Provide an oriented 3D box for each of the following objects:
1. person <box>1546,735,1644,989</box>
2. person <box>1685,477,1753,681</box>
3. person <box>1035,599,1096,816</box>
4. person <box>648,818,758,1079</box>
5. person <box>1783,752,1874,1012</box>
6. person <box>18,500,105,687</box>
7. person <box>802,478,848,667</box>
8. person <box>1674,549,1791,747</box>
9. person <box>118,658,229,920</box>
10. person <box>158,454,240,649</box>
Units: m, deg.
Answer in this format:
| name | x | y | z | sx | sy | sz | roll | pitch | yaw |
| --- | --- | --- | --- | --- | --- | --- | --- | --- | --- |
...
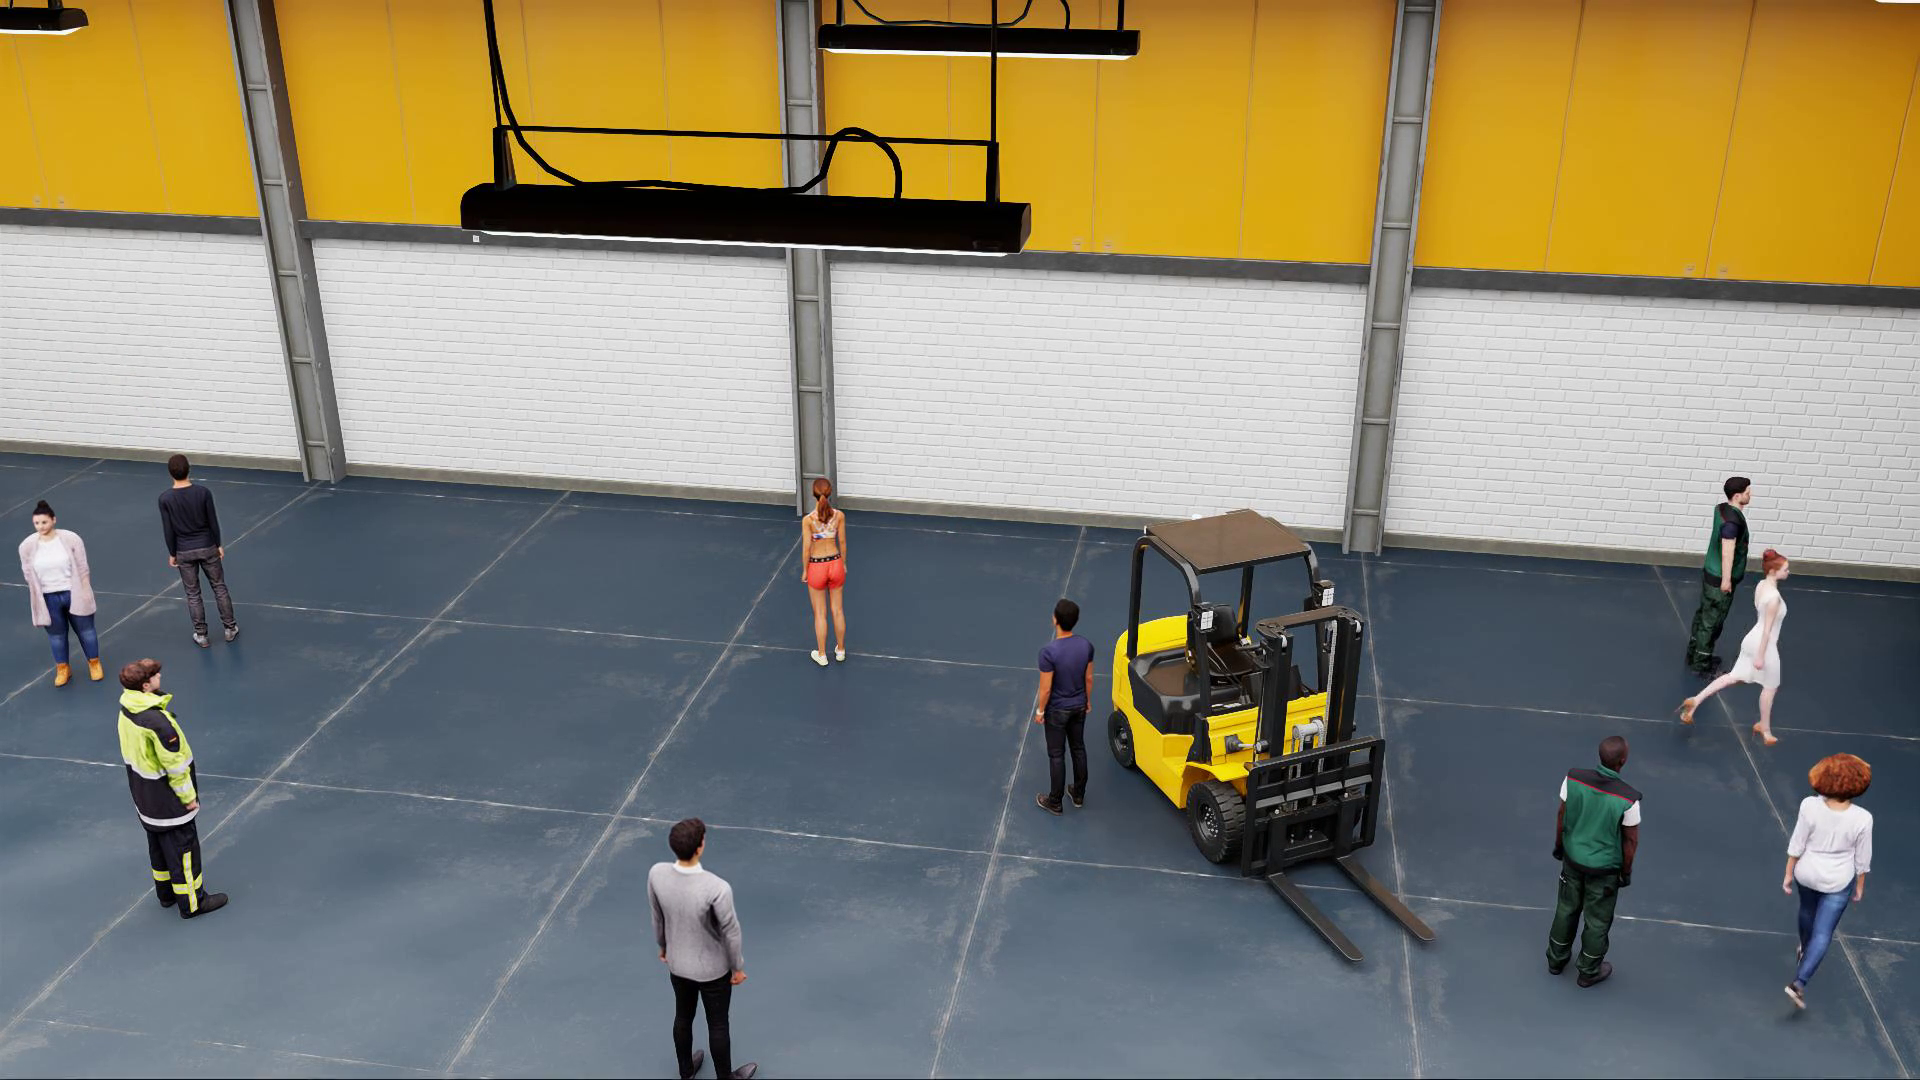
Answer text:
| name | x | y | z | sx | sy | sz | roll | pitch | yaw |
| --- | --- | --- | --- | --- | --- | --- | --- | --- | --- |
| person | 4.163 | 2.096 | 10.939 | 0.741 | 1.839 | 0.845 | 21 | 31 | 40 |
| person | 6.832 | 0.313 | 14.940 | 0.580 | 1.901 | 0.681 | 6 | 24 | 13 |
| person | 0.818 | 1.286 | 12.850 | 0.686 | 1.793 | 0.775 | -12 | 26 | -26 |
| person | -1.568 | 2.495 | 9.922 | 0.640 | 1.923 | 0.843 | 9 | 25 | 19 |
| person | 5.601 | 2.232 | 10.831 | 1.162 | 1.676 | 1.050 | 22 | 32 | 40 |
| person | -7.992 | 0.458 | 14.806 | 0.747 | 1.743 | 0.853 | -9 | 25 | -19 |
| person | -1.228 | 0.286 | 15.143 | 0.635 | 1.789 | 0.732 | -9 | 25 | -20 |
| person | 6.499 | 0.903 | 13.762 | 1.071 | 1.763 | 0.609 | 5 | 24 | 12 |
| person | -5.575 | 1.718 | 11.625 | 0.780 | 1.983 | 0.926 | 17 | 29 | 34 |
| person | -7.103 | 0.100 | 15.468 | 0.696 | 1.870 | 0.777 | -13 | 27 | -27 |
